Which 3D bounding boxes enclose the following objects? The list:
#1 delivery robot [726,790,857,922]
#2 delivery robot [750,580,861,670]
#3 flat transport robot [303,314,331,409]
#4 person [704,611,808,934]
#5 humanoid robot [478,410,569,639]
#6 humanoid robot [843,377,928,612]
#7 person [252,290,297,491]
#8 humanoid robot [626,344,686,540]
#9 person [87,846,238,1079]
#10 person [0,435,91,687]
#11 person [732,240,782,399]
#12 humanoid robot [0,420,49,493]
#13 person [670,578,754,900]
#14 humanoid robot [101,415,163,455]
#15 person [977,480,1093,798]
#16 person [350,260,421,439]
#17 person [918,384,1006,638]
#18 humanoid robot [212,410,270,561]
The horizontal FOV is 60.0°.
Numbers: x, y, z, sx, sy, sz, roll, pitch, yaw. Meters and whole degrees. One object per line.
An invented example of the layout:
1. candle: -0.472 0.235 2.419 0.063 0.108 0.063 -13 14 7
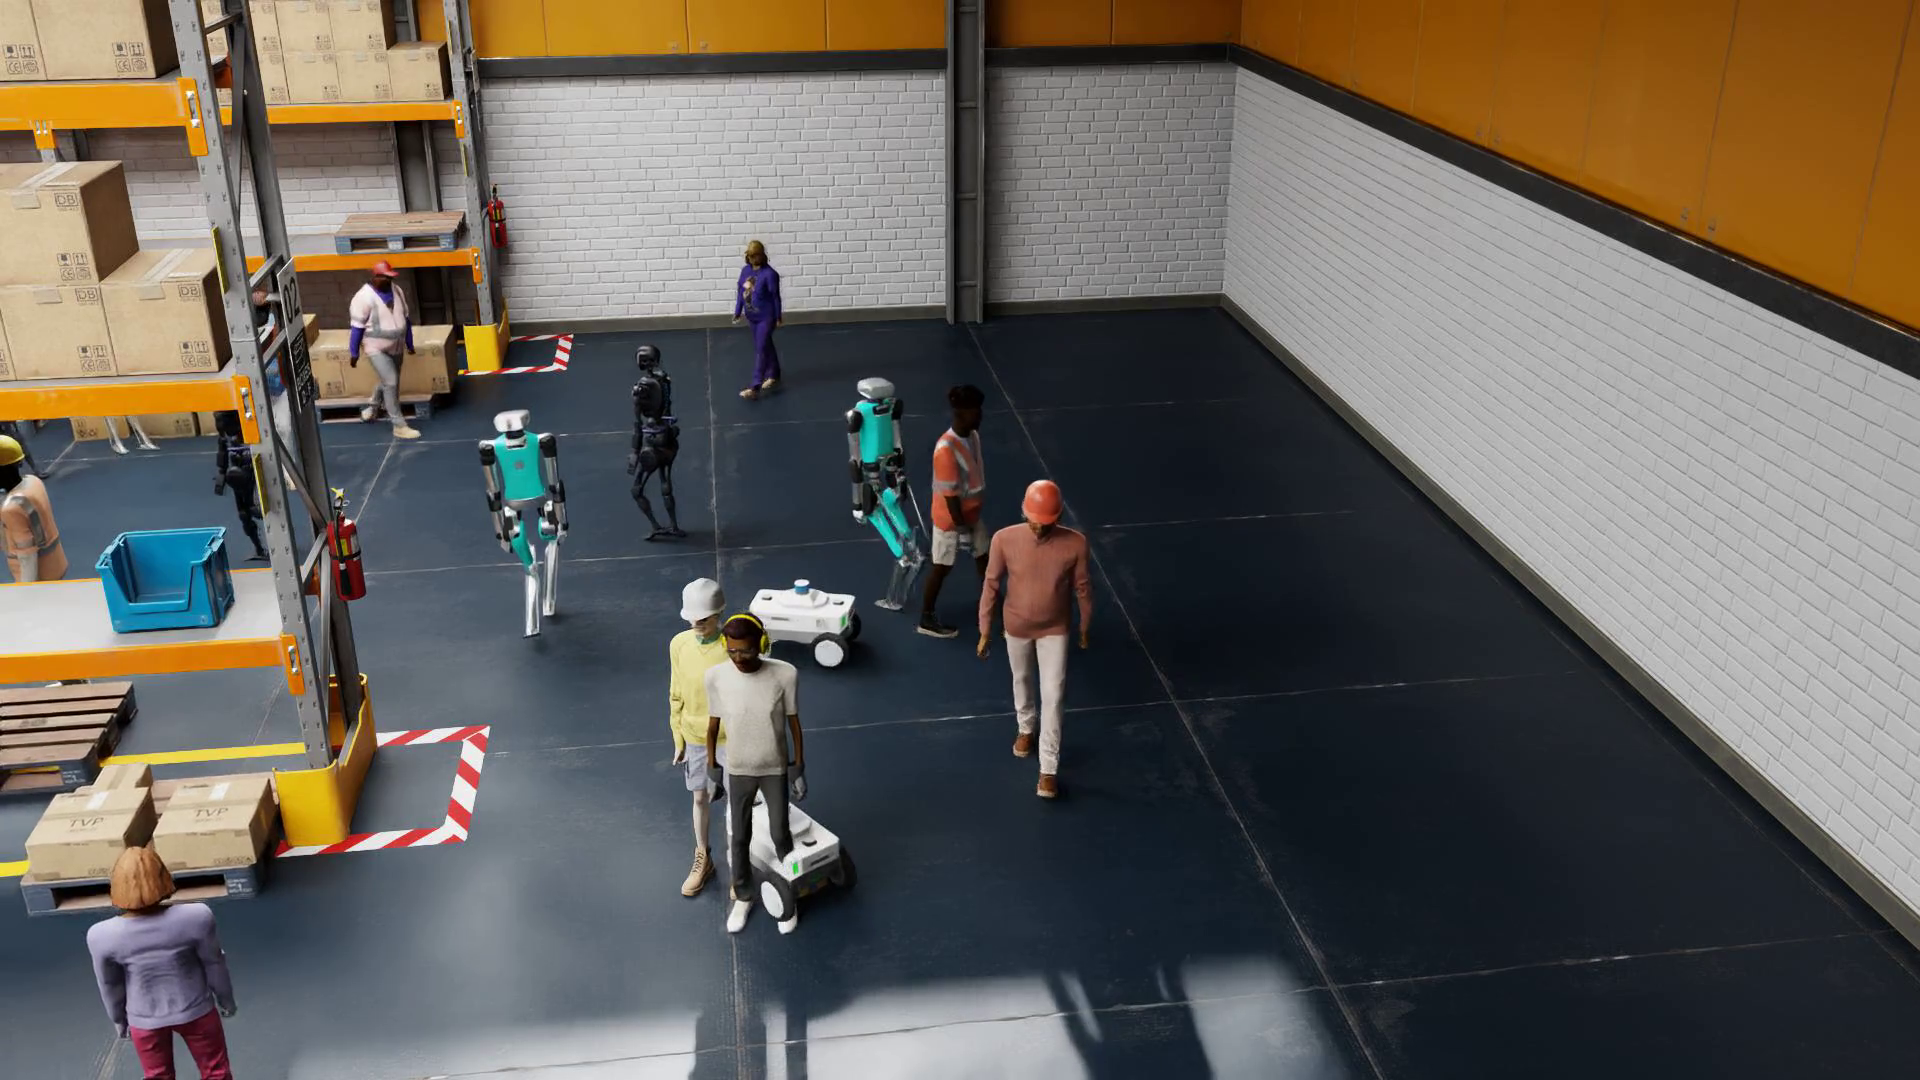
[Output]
1. delivery robot: -0.967 1.700 9.181 0.499 0.606 0.808 -19 30 -37
2. delivery robot: -1.111 0.564 11.741 0.759 0.583 0.499 3 24 8
3. flat transport robot: -6.944 -1.470 16.745 1.431 0.231 0.659 -3 24 -7
4. person: -1.060 1.212 8.665 0.527 1.857 0.342 0 24 0
5. humanoid robot: -3.080 -0.145 11.890 0.564 1.739 1.002 -5 24 -12
6. humanoid robot: -0.470 -0.262 12.198 0.704 1.810 0.549 20 30 38
7. person: -6.100 -1.339 14.544 0.643 1.808 0.674 -14 28 -30
8. humanoid robot: -2.458 -0.792 13.448 0.401 1.643 0.585 8 25 17
9. person: -3.357 2.024 7.096 0.499 1.629 0.272 -7 25 -15
10. person: -6.018 0.228 10.816 0.385 1.927 0.587 -6 25 -14
11. person: -2.077 -2.237 16.849 0.457 1.591 0.806 18 29 35
12. humanoid robot: -8.403 -1.249 14.504 0.514 1.634 0.610 -21 31 -39
13. person: -1.325 1.060 8.968 0.473 1.891 0.385 4 24 8
14. humanoid robot: -7.753 -1.624 15.251 0.776 1.766 0.548 12 26 25
15. person: 0.446 0.567 10.010 0.663 1.940 0.978 3 24 7
16. person: -5.524 -1.839 15.798 0.779 1.711 0.656 13 27 27
17. person: 0.120 -0.162 11.700 0.952 1.923 0.612 10 25 21
18. humanoid robot: -5.611 -0.612 13.046 0.378 1.647 0.600 1 24 3
